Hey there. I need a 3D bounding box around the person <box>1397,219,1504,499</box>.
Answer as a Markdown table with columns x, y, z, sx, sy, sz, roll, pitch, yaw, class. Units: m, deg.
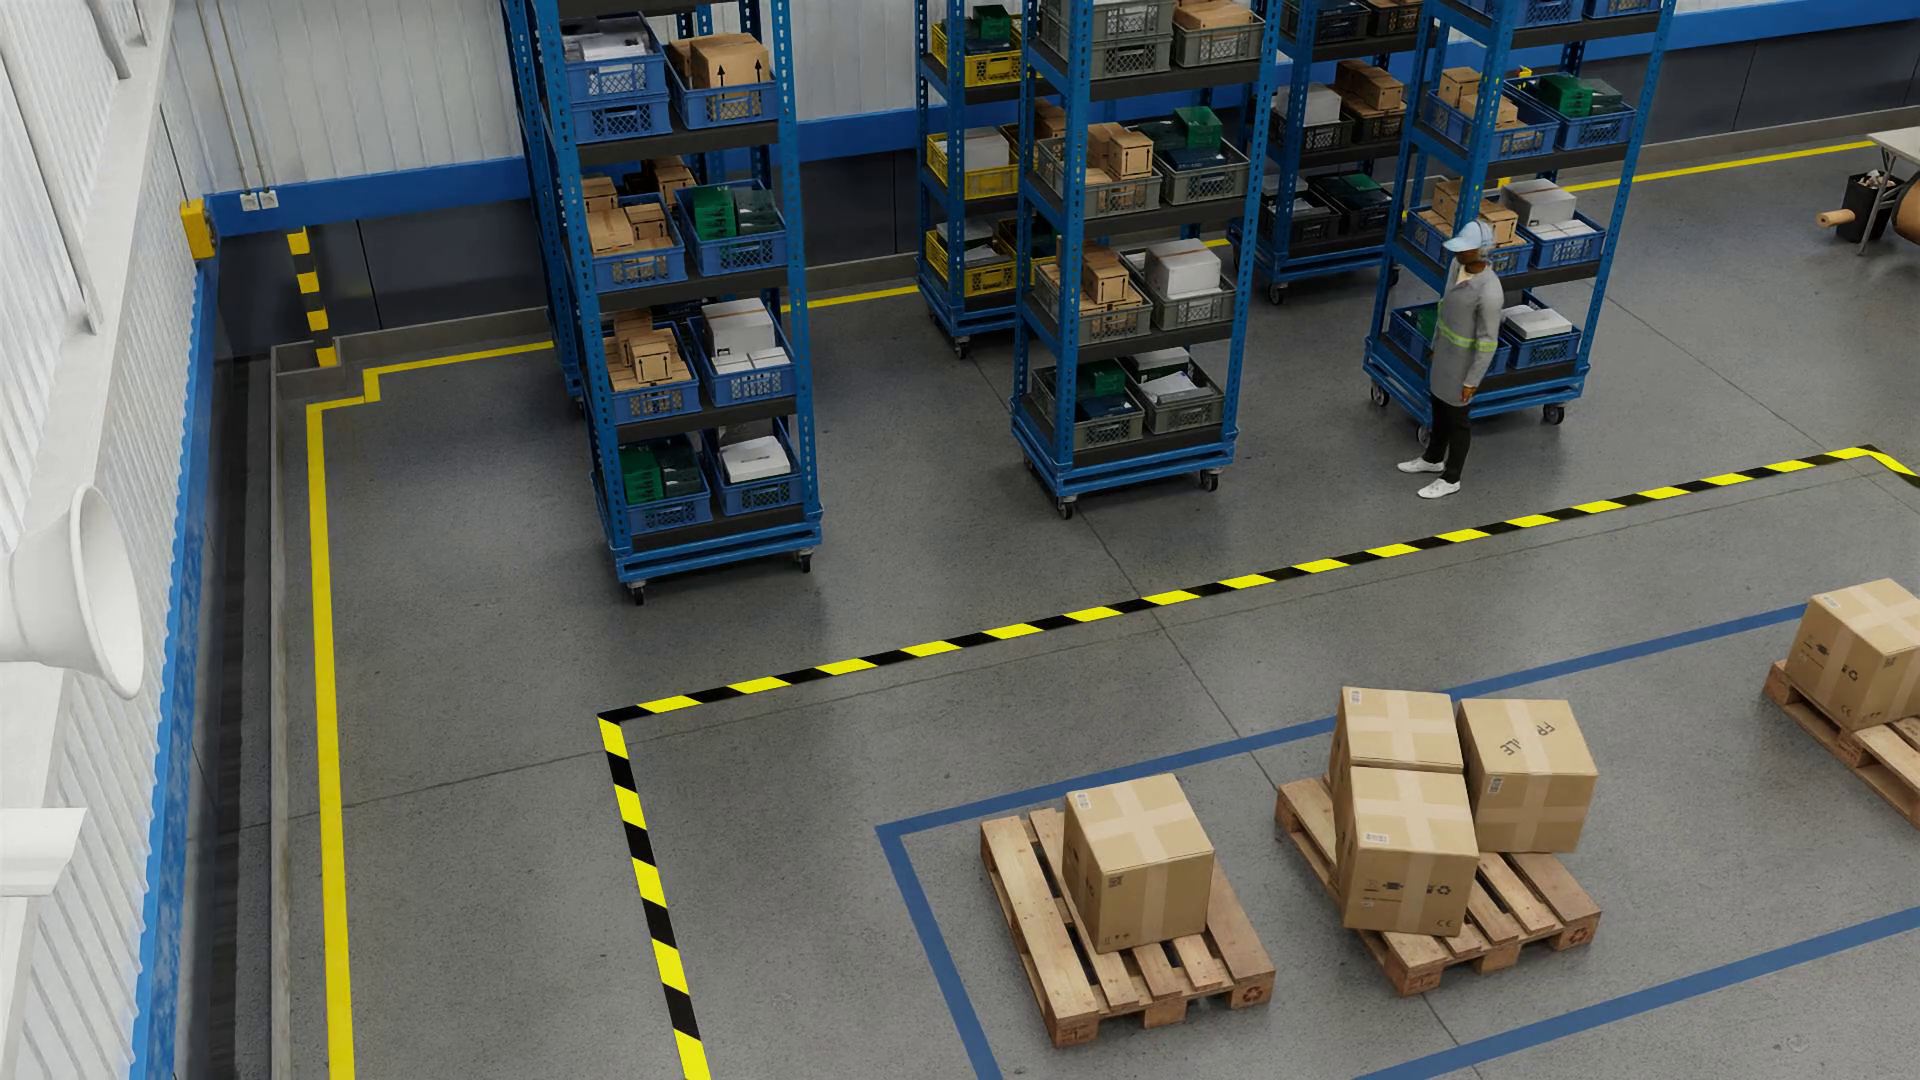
| x | y | z | sx | sy | sz | roll | pitch | yaw | class |
| --- | --- | --- | --- | --- | --- | --- | --- | --- | --- |
| 3.033 | -1.113 | 10.260 | 0.391 | 1.850 | 0.599 | -6 | 36 | -8 | person |
